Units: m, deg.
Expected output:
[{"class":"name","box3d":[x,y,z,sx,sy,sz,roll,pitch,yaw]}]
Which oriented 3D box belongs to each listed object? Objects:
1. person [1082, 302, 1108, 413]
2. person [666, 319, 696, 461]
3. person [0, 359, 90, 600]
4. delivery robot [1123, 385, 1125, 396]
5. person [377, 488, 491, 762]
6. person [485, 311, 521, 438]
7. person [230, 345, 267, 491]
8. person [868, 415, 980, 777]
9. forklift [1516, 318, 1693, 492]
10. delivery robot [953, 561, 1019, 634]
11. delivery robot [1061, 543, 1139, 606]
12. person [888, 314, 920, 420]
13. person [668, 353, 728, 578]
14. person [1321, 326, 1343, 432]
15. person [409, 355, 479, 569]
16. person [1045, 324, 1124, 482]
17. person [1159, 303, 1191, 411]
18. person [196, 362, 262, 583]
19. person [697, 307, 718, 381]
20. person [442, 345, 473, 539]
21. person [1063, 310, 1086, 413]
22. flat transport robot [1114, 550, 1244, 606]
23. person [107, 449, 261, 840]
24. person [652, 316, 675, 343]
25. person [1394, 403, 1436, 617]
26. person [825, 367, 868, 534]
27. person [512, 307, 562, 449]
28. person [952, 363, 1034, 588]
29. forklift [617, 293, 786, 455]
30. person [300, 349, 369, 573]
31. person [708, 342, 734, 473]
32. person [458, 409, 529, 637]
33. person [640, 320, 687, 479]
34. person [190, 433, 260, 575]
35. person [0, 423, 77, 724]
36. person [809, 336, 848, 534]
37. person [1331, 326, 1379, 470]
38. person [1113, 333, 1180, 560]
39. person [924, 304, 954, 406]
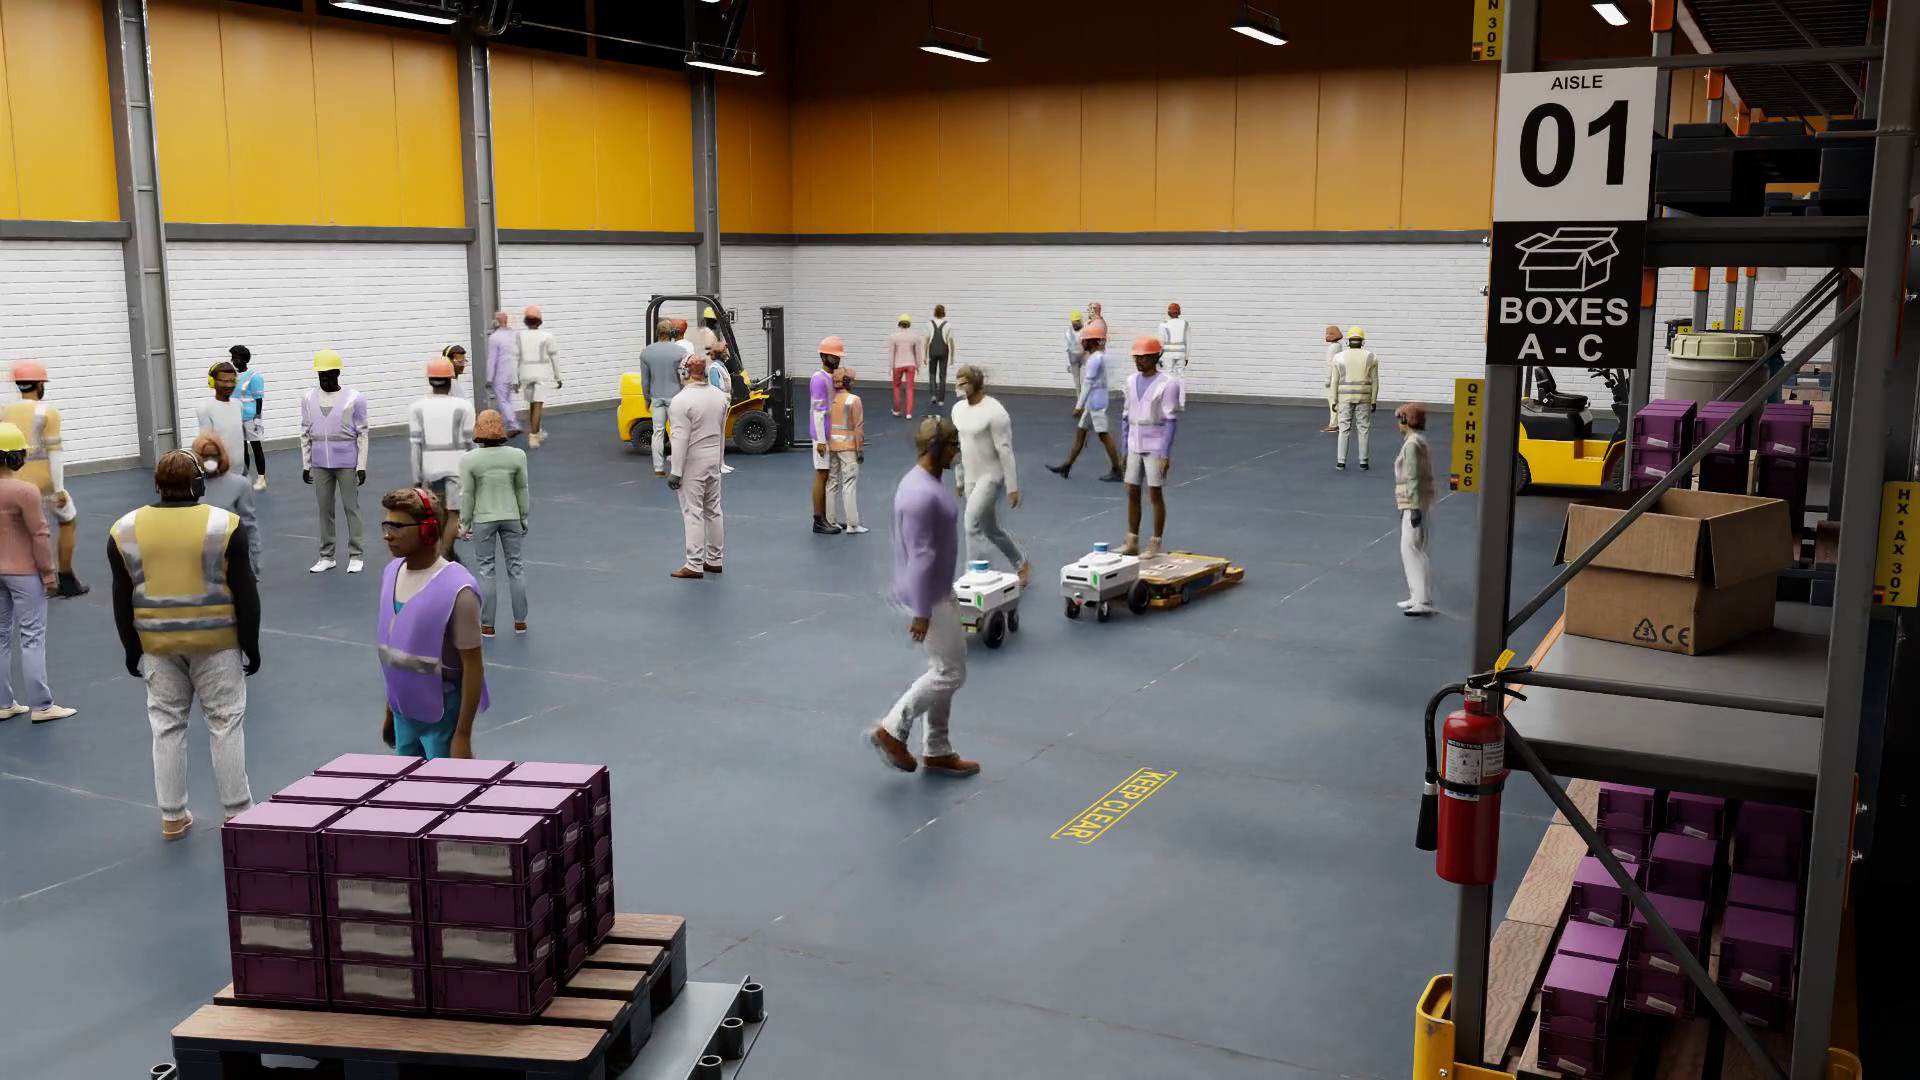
[{"class":"person","box3d":[2.287,-3.103,28.429,0.406,1.906,0.654,3,10,18]},{"class":"person","box3d":[-3.694,-1.982,22.005,0.354,1.884,0.576,3,10,18]},{"class":"person","box3d":[-7.250,-0.463,13.137,0.564,1.905,0.732,2,10,9]},{"class":"delivery robot","box3d":[3.225,-2.628,29.316,0.707,0.478,0.477,1,10,8]},{"class":"person","box3d":[-2.073,0.703,6.561,0.563,1.847,0.388,8,13,39]},{"class":"person","box3d":[-6.802,-2.457,24.797,0.601,1.919,0.678,5,11,25]},{"class":"person","box3d":[-8.271,-1.412,19.243,0.533,1.697,0.318,4,11,23]},{"class":"person","box3d":[-0.151,0.307,8.636,0.471,1.917,0.650,1,10,7]},{"class":"forklift","box3d":[7.066,-1.601,18.899,2.313,2.155,1.214,5,11,27]},{"class":"delivery robot","box3d":[0.147,0.390,11.842,0.477,0.478,0.707,5,11,25]},{"class":"delivery robot","box3d":[1.060,0.264,12.571,0.477,0.478,0.707,7,12,34]},{"class":"person","box3d":[-0.934,-2.881,27.656,0.539,1.731,0.824,-1,10,-7]},{"class":"person","box3d":[-2.250,-0.629,14.106,0.408,1.909,0.638,6,11,29]},{"class":"person","box3d":[5.751,-2.479,25.621,0.270,1.627,0.496,5,11,27]},{"class":"person","box3d":[-4.308,-0.585,13.887,0.552,1.910,0.943,0,10,1]},{"class":"person","box3d":[1.531,-1.638,20.000,0.985,1.883,0.549,1,10,6]},{"class":"person","box3d":[3.730,-3.178,28.953,0.577,1.882,0.349,-1,10,-7]},{"class":"person","box3d":[-6.011,-0.531,13.661,0.323,1.865,0.518,3,10,16]},{"class":"person","box3d":[-3.793,-2.668,25.901,0.751,1.900,0.622,-3,10,-19]},{"class":"person","box3d":[-4.872,-0.945,16.061,0.327,1.865,0.514,-1,10,-6]},{"class":"person","box3d":[2.104,-3.105,28.862,0.608,1.776,0.782,3,10,18]},{"class":"flat transport robot","box3d":[1.695,0.298,13.466,0.652,0.197,1.431,7,12,34]},{"class":"person","box3d":[-3.608,0.489,7.821,0.631,1.842,0.428,-2,10,-9]},{"class":"person","box3d":[-4.363,-2.347,24.315,0.606,1.823,0.648,-5,11,-25]},{"class":"person","box3d":[3.463,-0.238,12.701,0.355,1.606,0.658,3,10,15]},{"class":"person","box3d":[-1.153,-0.875,16.305,0.515,1.638,0.315,7,12,36]},{"class":"person","box3d":[-5.998,-2.294,23.531,0.617,1.993,1.040,1,10,6]},{"class":"person","box3d":[0.254,-0.477,13.308,0.924,1.896,0.669,-6,12,-33]},{"class":"forklift","box3d":[-3.588,-2.317,23.042,2.313,2.155,1.214,-1,10,-5]},{"class":"person","box3d":[-5.376,-0.673,14.300,0.587,1.928,0.363,1,10,3]},{"class":"person","box3d":[-3.012,-1.658,20.836,0.308,1.640,0.511,0,10,1]},{"class":"person","box3d":[-3.338,-0.119,11.941,0.498,1.634,0.280,-6,11,-30]},{"class":"person","box3d":[-3.568,-1.707,20.251,0.627,1.941,0.370,2,10,11]},{"class":"person","box3d":[-4.755,0.116,10.637,0.509,1.620,0.631,-5,11,-25]},{"class":"person","box3d":[-5.517,0.198,9.727,0.522,1.768,0.310,2,10,14]},{"class":"person","box3d":[-1.284,-1.033,16.366,0.376,1.934,0.547,2,10,12]},{"class":"person","box3d":[4.987,-1.786,21.032,0.587,1.828,0.404,2,10,10]},{"class":"person","box3d":[1.664,-0.821,14.836,0.386,2.041,0.628,-9,13,-42]},{"class":"person","box3d":[-0.367,-3.323,29.932,0.542,1.823,0.574,1,10,4]}]
